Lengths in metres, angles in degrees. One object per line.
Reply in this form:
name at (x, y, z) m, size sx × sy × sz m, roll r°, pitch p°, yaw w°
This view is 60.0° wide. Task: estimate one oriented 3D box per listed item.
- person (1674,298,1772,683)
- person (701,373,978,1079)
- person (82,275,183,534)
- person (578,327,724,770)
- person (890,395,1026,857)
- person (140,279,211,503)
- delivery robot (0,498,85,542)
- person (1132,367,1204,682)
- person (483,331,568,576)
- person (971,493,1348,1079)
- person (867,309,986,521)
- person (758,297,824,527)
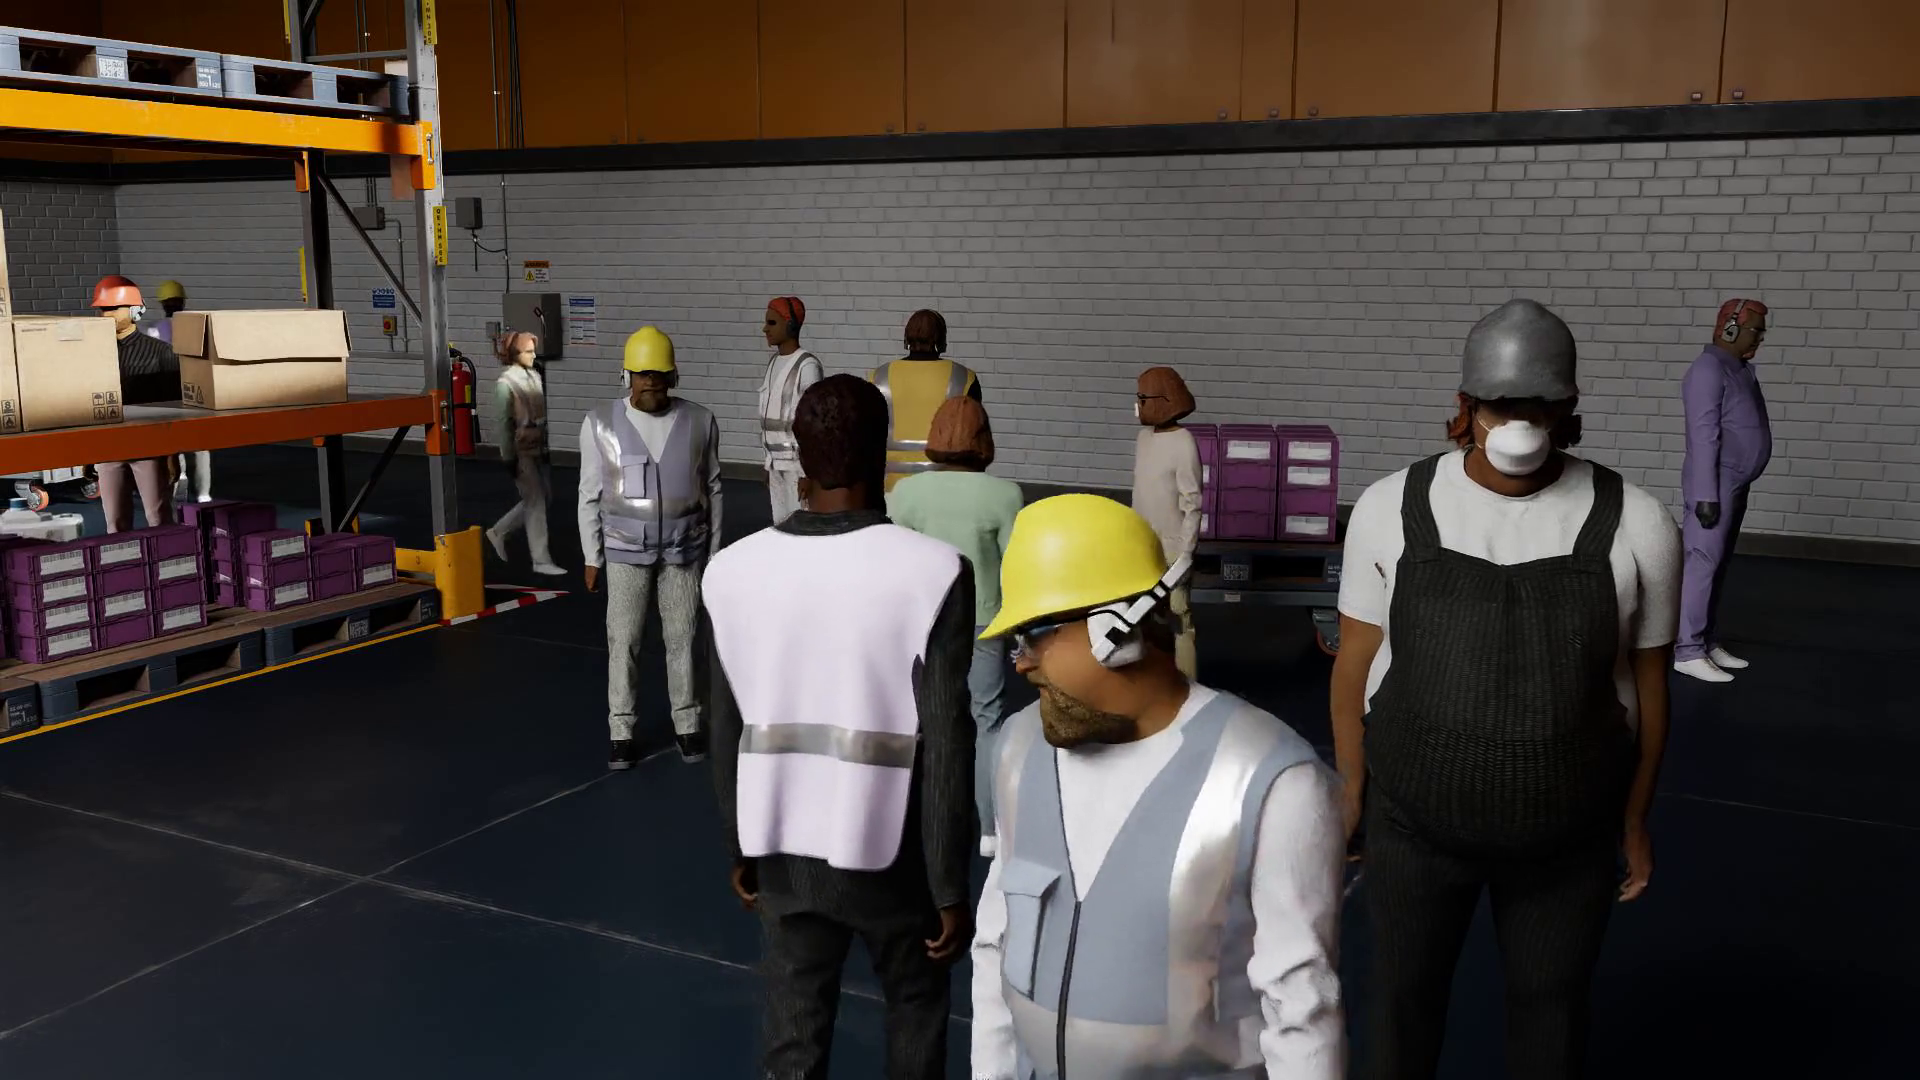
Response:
person at (3.837, -0.255, 8.354) m, size 0.407 × 1.903 × 0.639 m, roll 7°, pitch 12°, yaw 36°
person at (-0.222, 0.611, 3.390) m, size 0.610 × 1.878 × 0.759 m, roll 3°, pitch 10°, yaw 19°
person at (-4.794, -0.521, 9.620) m, size 0.611 × 1.996 × 0.378 m, roll 0°, pitch 10°, yaw 3°
person at (-1.264, 0.036, 6.876) m, size 0.600 × 1.827 × 0.404 m, roll -3°, pitch 10°, yaw -18°
person at (0.001, 0.307, 5.880) m, size 0.507 × 1.630 × 0.268 m, roll 2°, pitch 10°, yaw 13°
person at (-6.528, -1.232, 14.009) m, size 0.630 × 1.906 × 0.486 m, roll -4°, pitch 11°, yaw -24°
delivery robot at (-6.014, -0.028, 10.660) m, size 0.707 × 0.478 × 0.477 m, roll -6°, pitch 11°, yaw -31°
person at (0.894, 0.052, 7.356) m, size 0.285 × 1.631 × 0.501 m, roll -4°, pitch 10°, yaw -20°
person at (-2.904, -0.572, 10.995) m, size 0.607 × 1.615 × 0.538 m, roll 2°, pitch 10°, yaw 12°
person at (0.260, 0.835, 2.372) m, size 0.631 × 1.795 × 0.421 m, roll 10°, pitch 14°, yaw 44°
person at (-0.176, -0.263, 8.573) m, size 0.631 × 1.842 × 0.428 m, roll 1°, pitch 10°, yaw 8°
person at (-0.959, -0.419, 9.360) m, size 0.355 × 1.883 × 0.575 m, roll -6°, pitch 11°, yaw -31°
